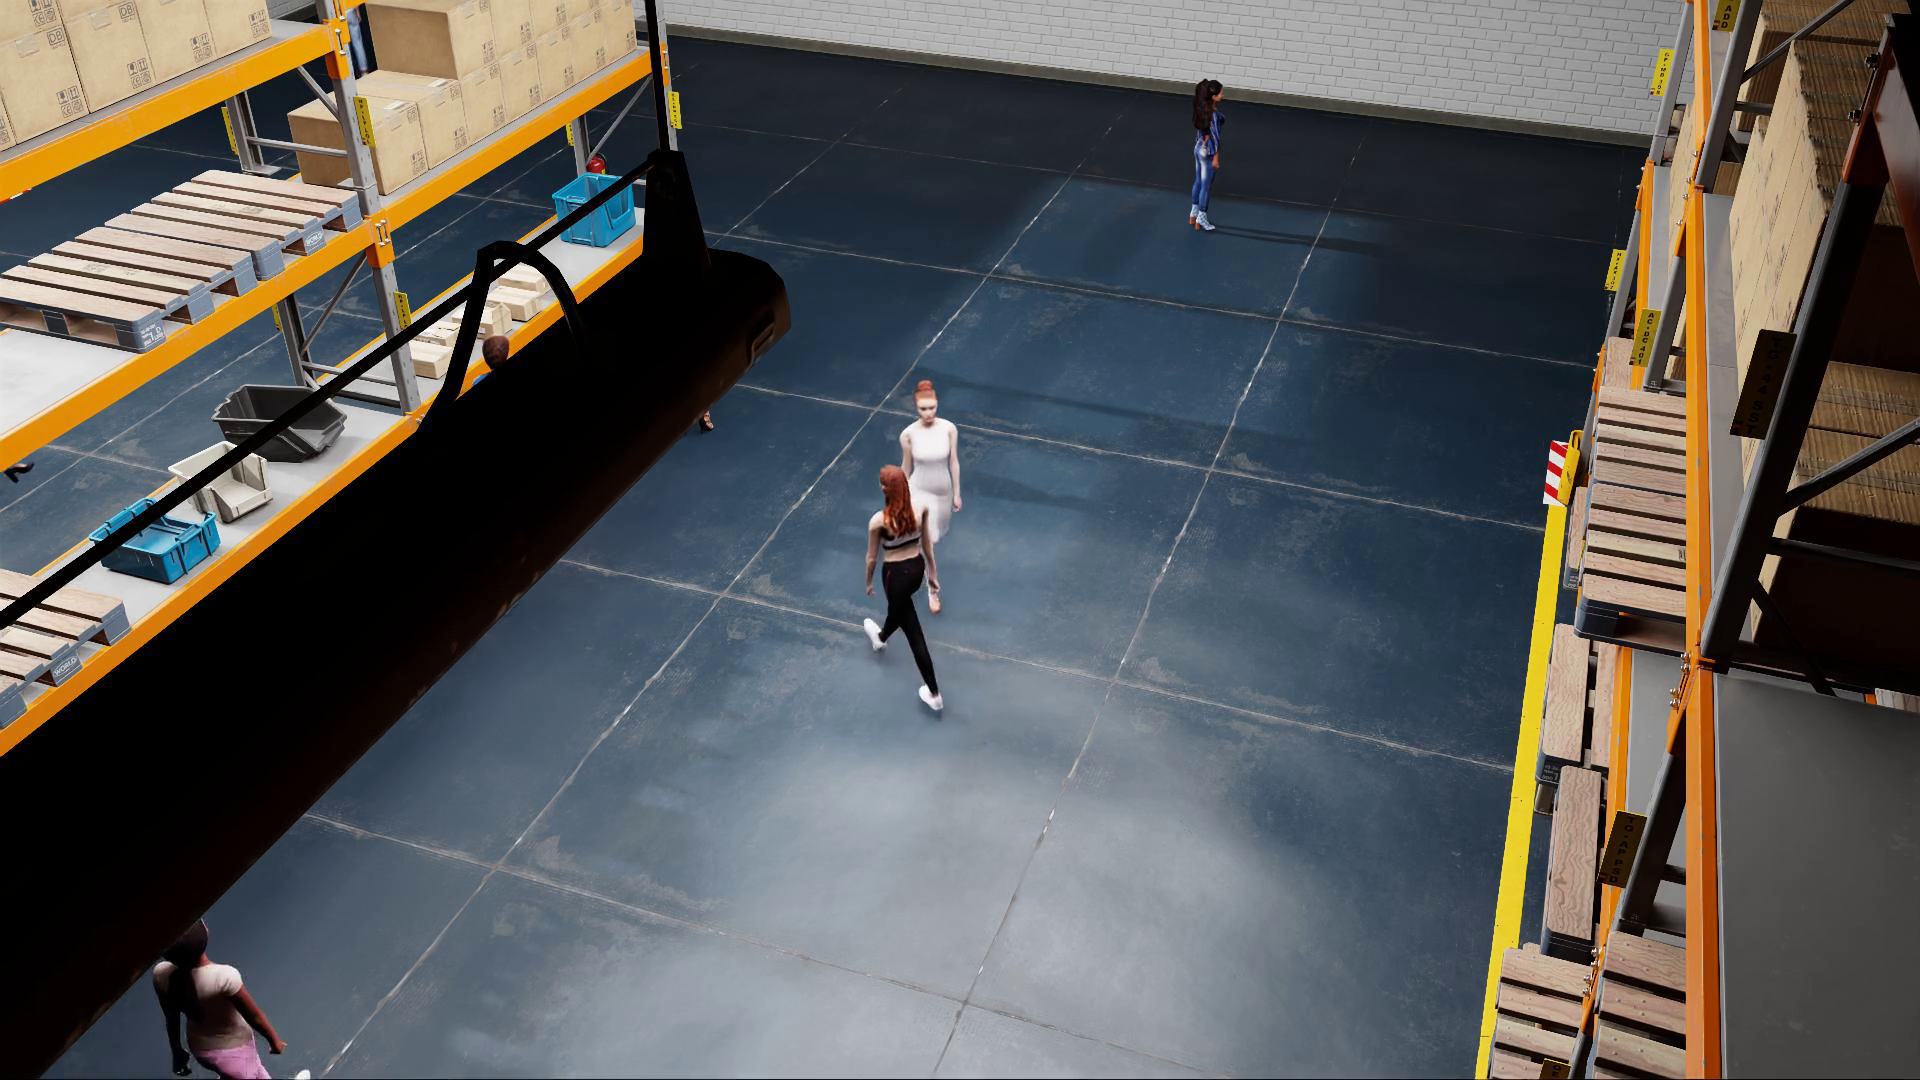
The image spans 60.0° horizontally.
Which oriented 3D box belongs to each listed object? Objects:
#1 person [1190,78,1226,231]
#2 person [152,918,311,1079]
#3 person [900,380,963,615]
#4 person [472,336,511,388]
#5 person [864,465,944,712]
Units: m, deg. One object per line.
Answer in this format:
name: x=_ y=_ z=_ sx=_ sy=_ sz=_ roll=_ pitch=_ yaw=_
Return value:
person: x=2.618 y=-4.091 z=17.631 sx=0.754 sy=1.615 sz=0.653 roll=-7 pitch=34 yaw=-10
person: x=-3.446 y=2.462 z=7.703 sx=0.712 sy=1.692 sz=1.218 roll=6 pitch=34 yaw=10
person: x=-0.214 y=-0.352 z=11.868 sx=0.945 sy=1.768 sz=1.100 roll=-8 pitch=34 yaw=-12
person: x=-3.280 y=-0.659 z=12.241 sx=0.706 sy=1.866 sz=0.657 roll=4 pitch=34 yaw=5
person: x=-0.320 y=0.351 z=10.889 sx=1.200 sy=1.680 sz=1.161 roll=-19 pitch=38 yaw=-26
